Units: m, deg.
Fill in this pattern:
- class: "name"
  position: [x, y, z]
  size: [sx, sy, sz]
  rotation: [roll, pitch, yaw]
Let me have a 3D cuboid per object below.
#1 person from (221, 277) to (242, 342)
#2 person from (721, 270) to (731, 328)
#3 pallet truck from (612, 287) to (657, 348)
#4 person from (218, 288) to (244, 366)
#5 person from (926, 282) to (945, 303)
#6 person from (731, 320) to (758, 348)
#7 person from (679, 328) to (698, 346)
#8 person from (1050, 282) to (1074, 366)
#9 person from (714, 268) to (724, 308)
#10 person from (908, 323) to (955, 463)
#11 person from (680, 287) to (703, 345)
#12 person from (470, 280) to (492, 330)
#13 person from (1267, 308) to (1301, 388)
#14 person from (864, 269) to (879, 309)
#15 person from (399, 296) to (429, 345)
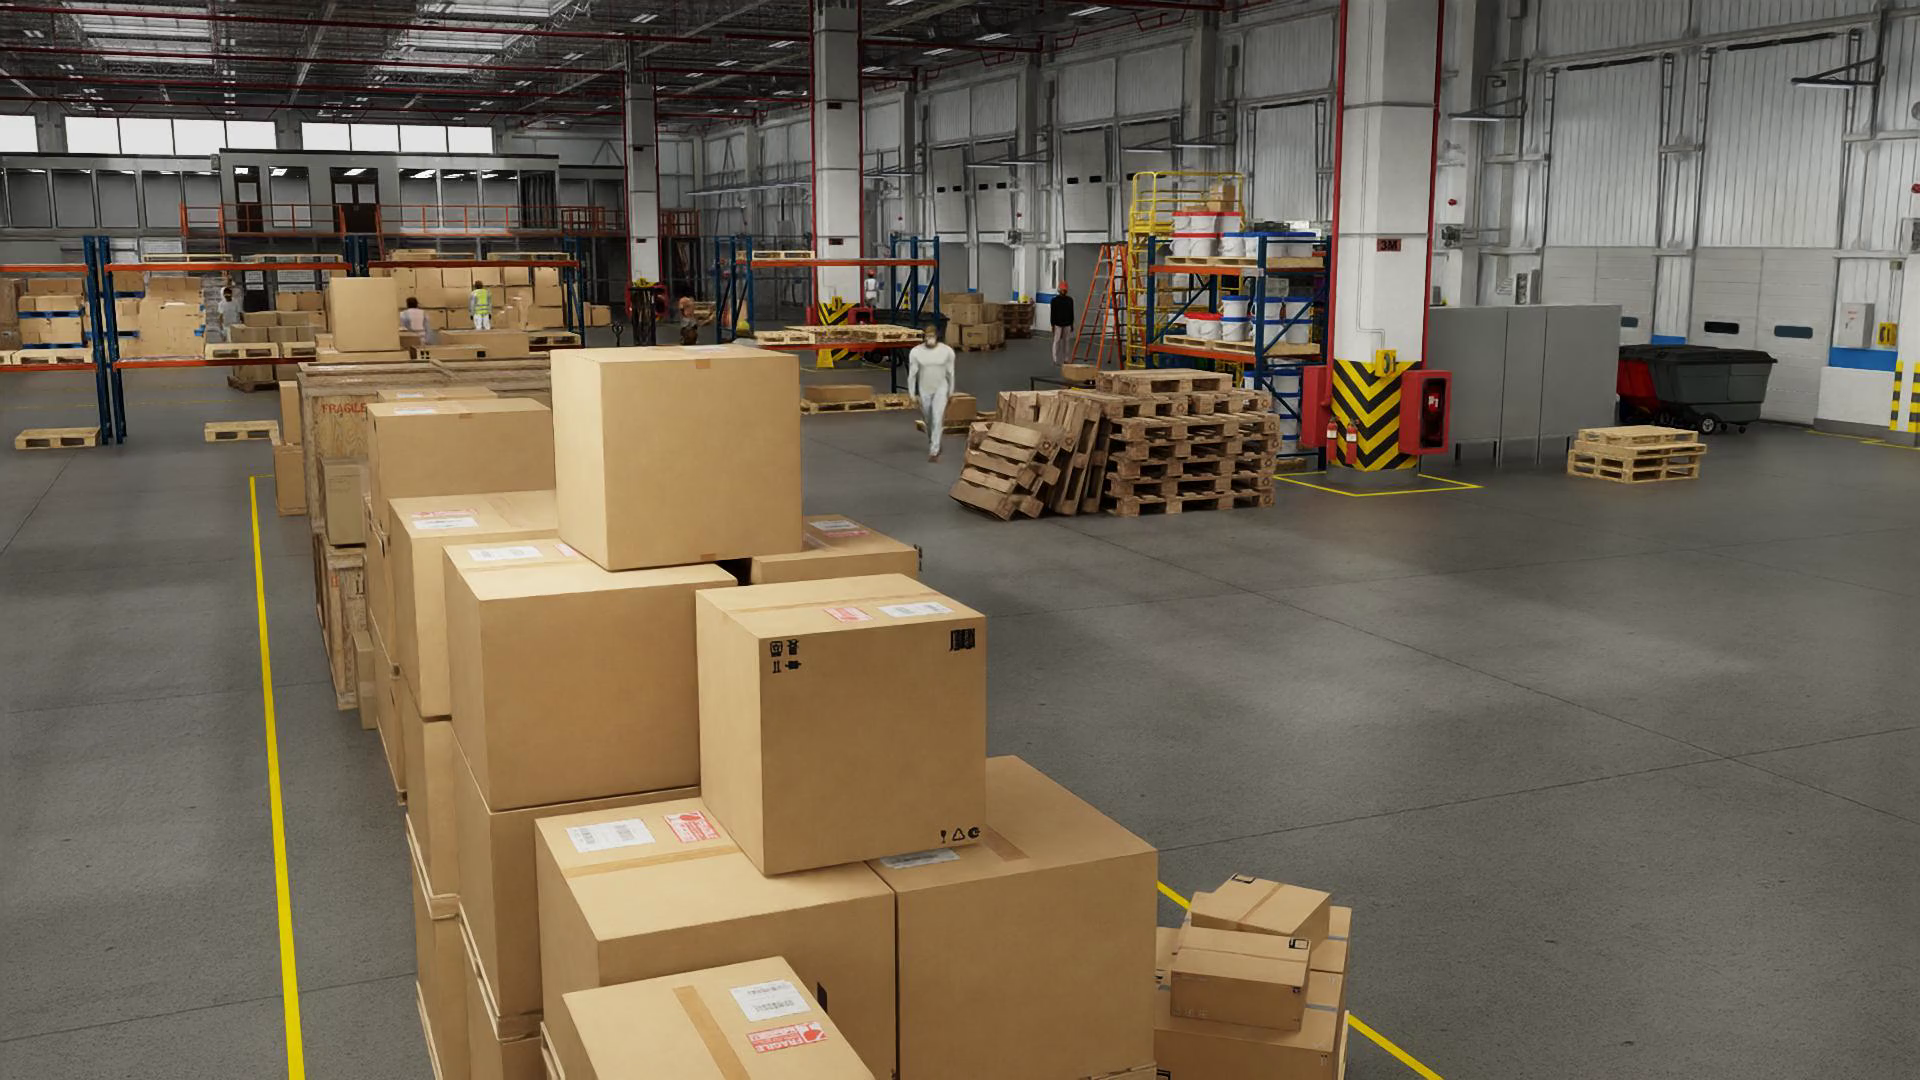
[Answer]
- class: "person"
  position: [-20.758, -6.547, 47.416]
  size: [0.741, 1.923, 0.639]
  rotation: [7, 12, 34]
- class: "person"
  position: [-7.703, -8.114, 56.001]
  size: [0.906, 1.947, 0.638]
  rotation: [-2, 11, -13]
- class: "pallet truck"
  position: [-6.464, -4.406, 35.401]
  size: [0.823, 1.965, 1.885]
  rotation: [6, 12, 32]
- class: "person"
  position: [-17.063, -4.972, 38.940]
  size: [0.573, 1.836, 0.720]
  rotation: [-3, 11, -16]
- class: "person"
  position: [-0.728, -6.885, 49.259]
  size: [0.587, 1.927, 0.367]
  rotation: [-2, 10, -11]
- class: "person"
  position: [-3.367, -2.602, 26.197]
  size: [0.492, 1.725, 0.501]
  rotation: [-8, 13, -39]
- class: "person"
  position: [-3.479, -1.811, 21.523]
  size: [0.342, 1.846, 0.508]
  rotation: [2, 10, 8]
- class: "person"
  position: [2.421, -5.104, 39.302]
  size: [0.607, 1.987, 0.408]
  rotation: [-5, 11, -25]
- class: "person"
  position: [-8.981, -9.093, 61.472]
  size: [0.926, 1.919, 0.597]
  rotation: [1, 10, 5]
- class: "person"
  position: [-0.375, -2.015, 22.566]
  size: [0.642, 1.894, 0.843]
  rotation: [1, 10, 4]
- class: "person"
  position: [-7.446, -6.161, 45.977]
  size: [0.764, 1.664, 0.550]
  rotation: [8, 13, 38]
- class: "person"
  position: [-13.297, -6.273, 46.130]
  size: [0.634, 1.839, 0.429]
  rotation: [-9, 14, -42]
- class: "person"
  position: [5.338, -2.886, 27.373]
  size: [0.576, 1.876, 0.349]
  rotation: [-1, 10, -6]
- class: "person"
  position: [-3.149, -8.651, 59.061]
  size: [0.553, 1.915, 0.826]
  rotation: [-2, 10, -9]
- class: "person"
  position: [-11.085, -4.019, 33.733]
  size: [0.658, 1.828, 0.480]
  rotation: [-10, 14, -43]
